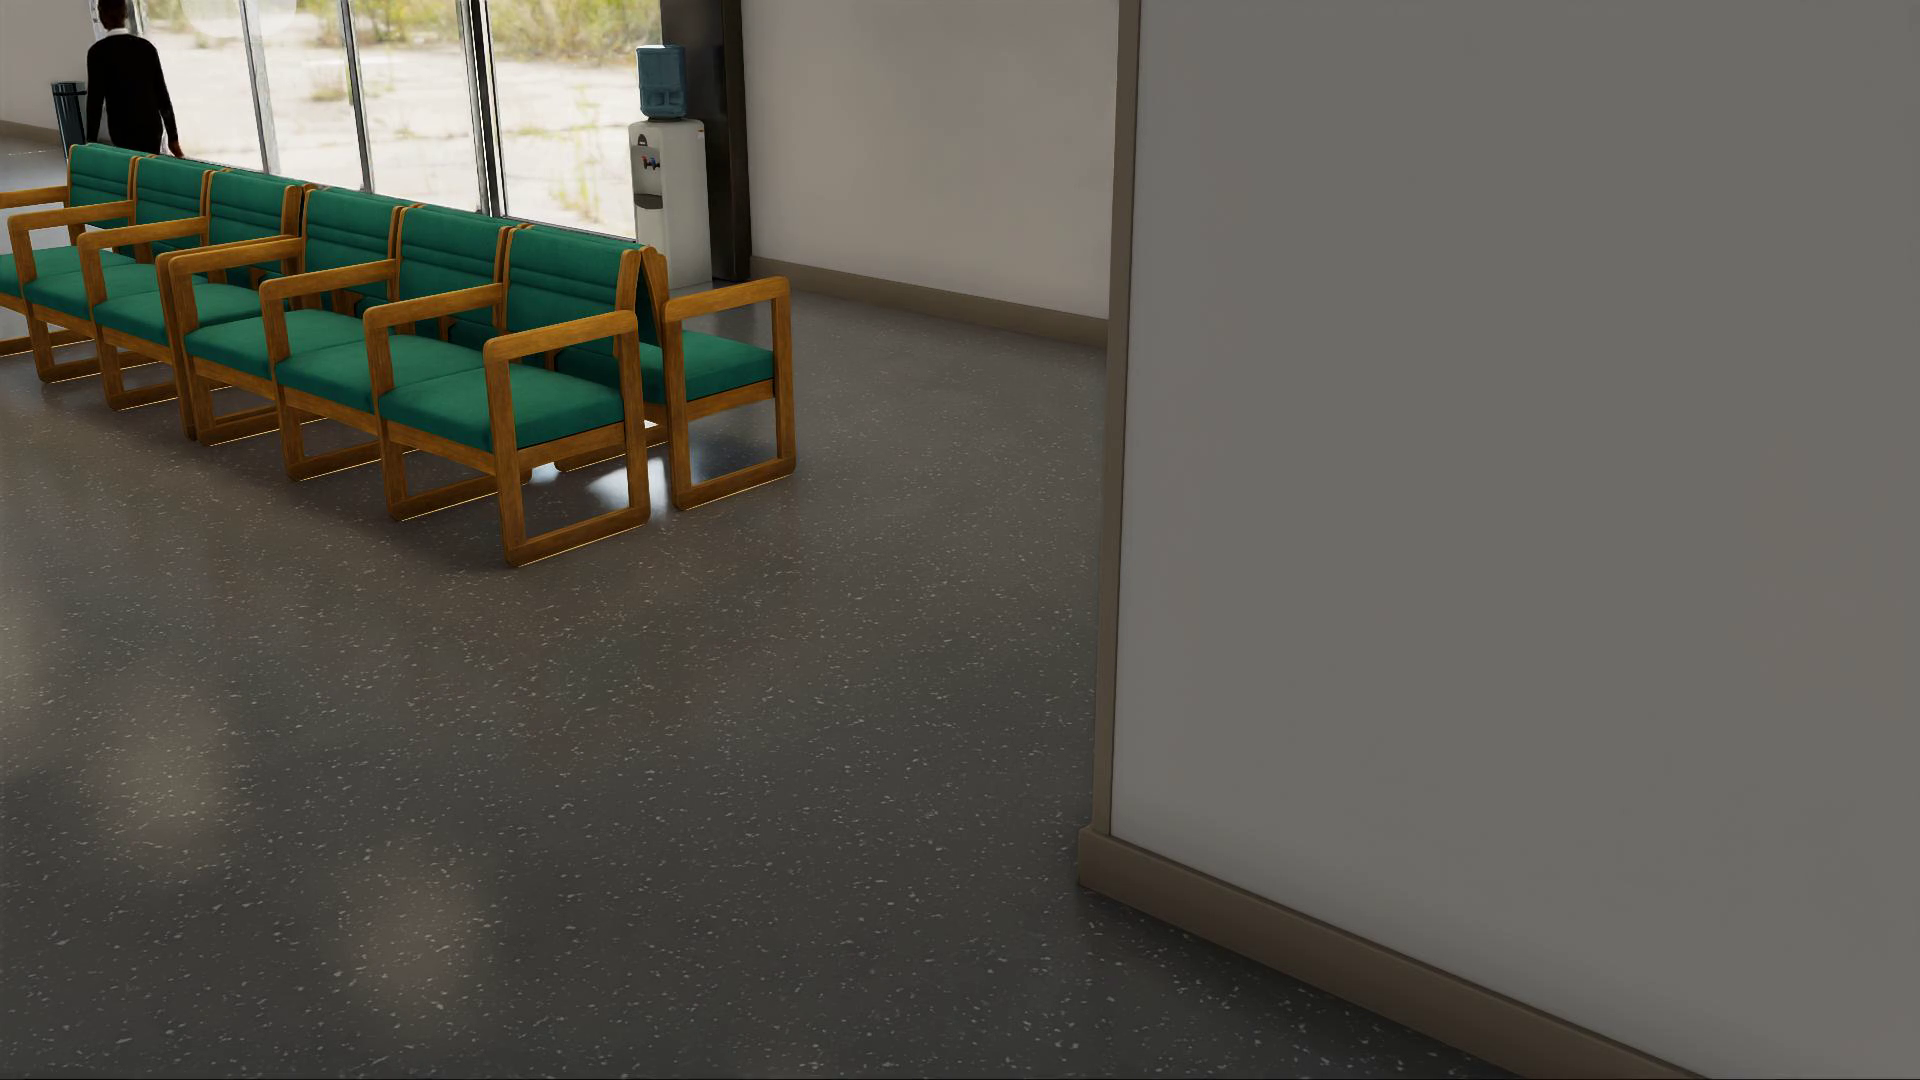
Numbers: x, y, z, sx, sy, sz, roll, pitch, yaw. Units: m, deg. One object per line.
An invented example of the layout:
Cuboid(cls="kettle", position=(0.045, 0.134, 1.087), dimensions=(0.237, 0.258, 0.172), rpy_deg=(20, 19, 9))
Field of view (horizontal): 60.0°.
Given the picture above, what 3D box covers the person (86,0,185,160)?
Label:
Cuboid(cls="person", position=(-5.237, -2.566, 10.731), dimensions=(0.880, 1.764, 1.148), rpy_deg=(11, 24, 27))
